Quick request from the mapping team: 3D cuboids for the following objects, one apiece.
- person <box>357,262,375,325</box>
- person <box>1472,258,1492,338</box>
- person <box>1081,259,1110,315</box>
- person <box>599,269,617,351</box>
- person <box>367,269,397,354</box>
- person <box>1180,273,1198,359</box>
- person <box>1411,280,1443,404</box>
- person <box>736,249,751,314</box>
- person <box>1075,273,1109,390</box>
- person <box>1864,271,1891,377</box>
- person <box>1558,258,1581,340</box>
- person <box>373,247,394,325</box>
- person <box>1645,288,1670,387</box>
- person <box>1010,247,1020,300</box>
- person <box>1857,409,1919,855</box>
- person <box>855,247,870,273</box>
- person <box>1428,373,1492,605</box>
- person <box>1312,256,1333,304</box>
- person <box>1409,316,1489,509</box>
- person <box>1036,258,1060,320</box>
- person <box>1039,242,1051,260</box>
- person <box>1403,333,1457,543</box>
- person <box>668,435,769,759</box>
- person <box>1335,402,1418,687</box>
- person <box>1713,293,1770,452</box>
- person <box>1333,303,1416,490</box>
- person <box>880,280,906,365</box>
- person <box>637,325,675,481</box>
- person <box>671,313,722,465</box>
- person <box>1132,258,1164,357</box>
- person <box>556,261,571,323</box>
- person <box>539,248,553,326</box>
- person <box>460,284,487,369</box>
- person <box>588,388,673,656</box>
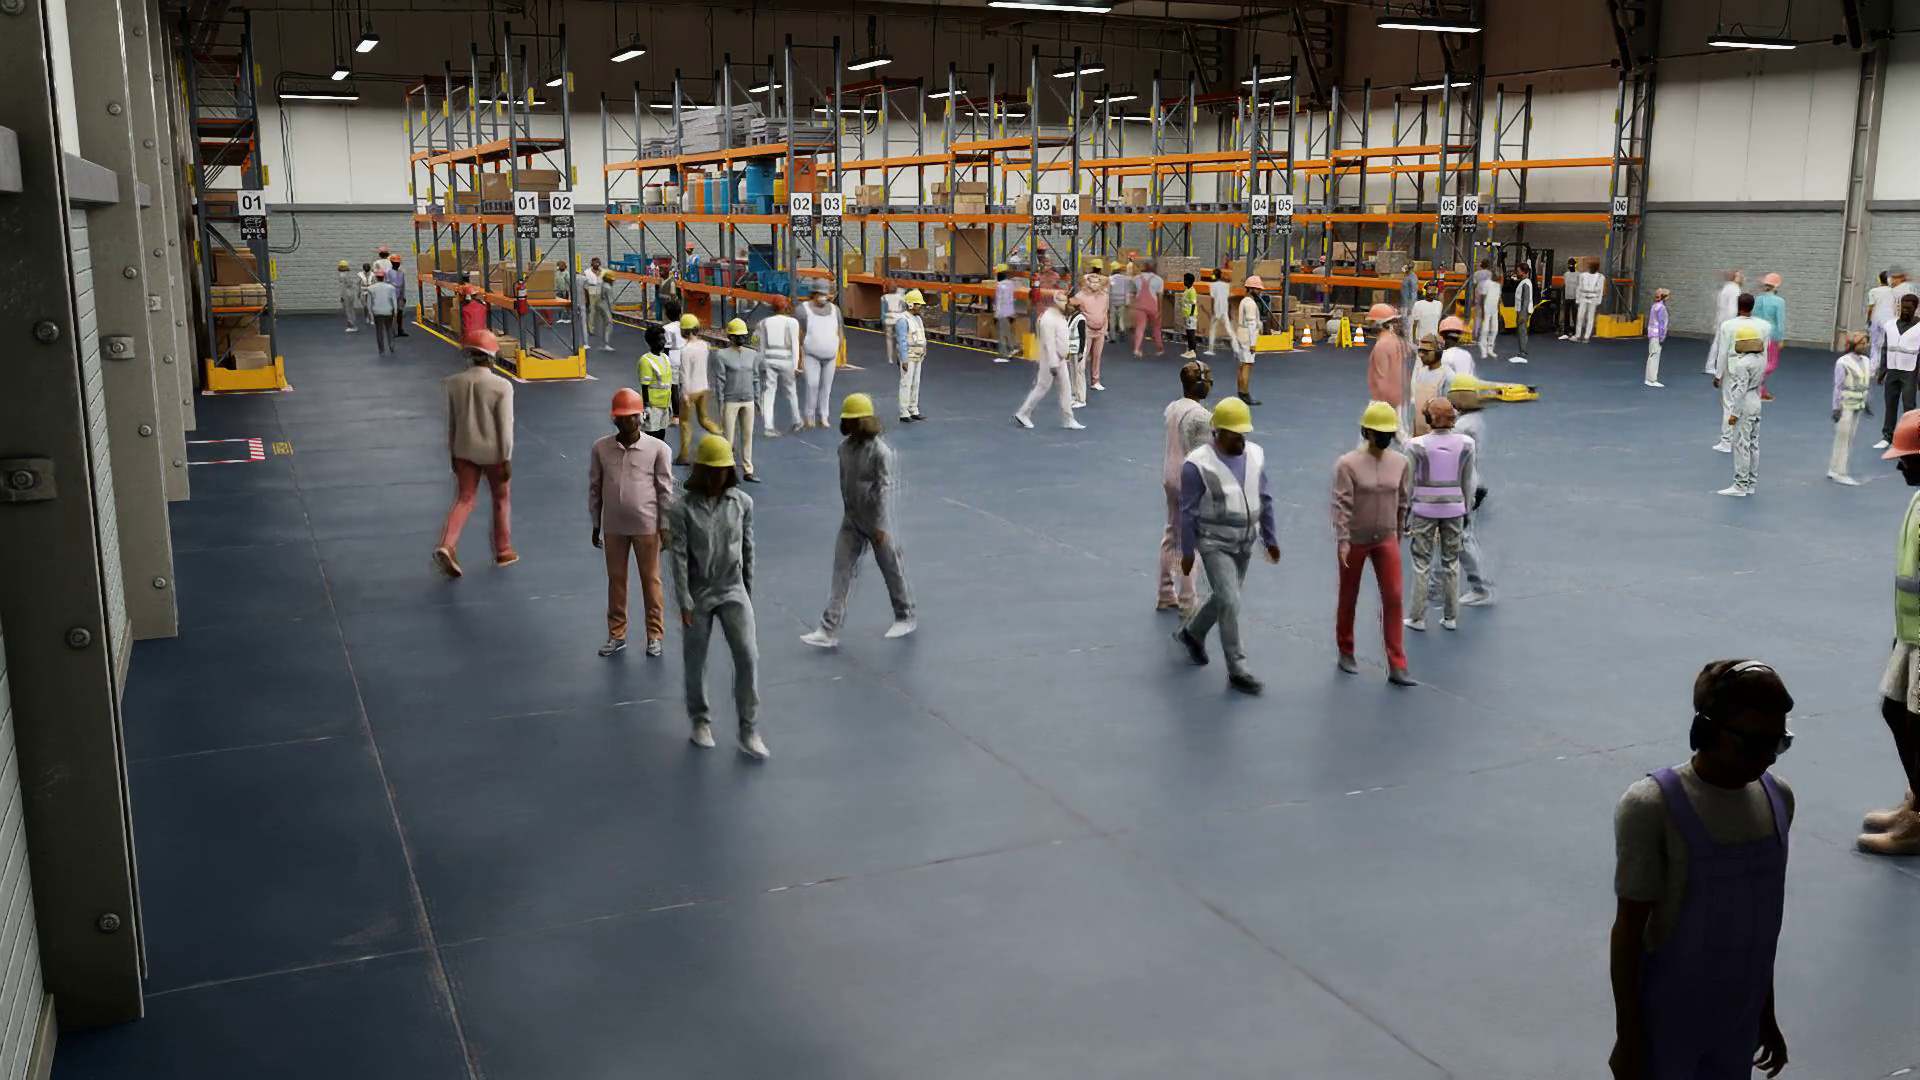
[{"bbox_3d":[-15.359,-6.407,43.173,0.525,1.621,0.632,-3,12,-15],"label":"person"},{"bbox_3d":[12.102,-5.590,38.436,0.513,1.845,0.335,5,12,23],"label":"person"},{"bbox_3d":[2.864,-4.955,35.041,0.630,1.905,0.539,-3,12,-15],"label":"person"},{"bbox_3d":[-7.441,-4.850,35.056,0.358,1.698,0.660,-6,13,-28],"label":"person"},{"bbox_3d":[-11.860,-4.691,34.150,0.584,1.728,0.541,-4,12,-21],"label":"person"},{"bbox_3d":[4.556,-4.452,33.021,0.320,1.698,0.538,-1,11,-4],"label":"person"},{"bbox_3d":[7.079,-2.997,25.200,0.532,1.868,0.310,-4,12,-20],"label":"person"},{"bbox_3d":[-6.242,-7.354,47.436,0.721,1.843,0.968,2,11,11],"label":"person"},{"bbox_3d":[2.148,-3.370,27.007,0.651,1.904,0.401,-6,13,-28],"label":"person"},{"bbox_3d":[16.285,-3.818,29.394,0.521,1.864,0.335,4,12,20],"label":"person"},{"bbox_3d":[13.916,-5.482,37.868,0.326,1.861,0.505,-6,13,-29],"label":"person"},{"bbox_3d":[-14.807,-6.551,42.928,0.636,2.005,0.937,-5,12,-22],"label":"person"},{"bbox_3d":[11.622,-3.373,27.726,0.310,1.632,0.515,2,11,11],"label":"person"},{"bbox_3d":[1.784,-8.829,55.136,0.342,1.748,0.573,6,13,27],"label":"person"},{"bbox_3d":[4.288,0.423,7.441,0.441,2.022,0.618,3,11,13],"label":"person"},{"bbox_3d":[-2.881,-7.424,47.621,0.609,1.890,0.587,-5,12,-25],"label":"person"},{"bbox_3d":[3.691,-0.366,12.257,0.586,1.707,0.549,5,12,26],"label":"person"},{"bbox_3d":[9.553,-6.605,43.828,0.561,1.753,0.327,7,13,30],"label":"person"},{"bbox_3d":[4.811,-1.218,16.150,0.571,1.885,0.861,-9,14,-39],"label":"person"},{"bbox_3d":[1.856,-5.116,35.885,0.641,1.905,0.401,-2,11,-10],"label":"person"},{"bbox_3d":[2.397,-7.668,48.494,0.614,2.042,0.373,-5,12,-25],"label":"person"},{"bbox_3d":[4.150,-0.900,14.630,0.339,1.838,0.505,-5,12,-23],"label":"person"},{"bbox_3d":[-1.277,0.309,8.777,0.488,1.717,0.755,-5,12,-24],"label":"person"},{"bbox_3d":[2.539,0.029,10.161,0.525,1.733,0.831,-2,11,-9],"label":"person"},{"bbox_3d":[9.418,-2.012,20.067,0.599,1.917,0.377,0,11,0],"label":"person"},{"bbox_3d":[4.449,-1.471,17.249,0.996,1.953,0.637,7,13,34],"label":"person"},{"bbox_3d":[-1.257,-4.132,31.629,0.502,1.614,0.760,0,11,-2],"label":"person"},{"bbox_3d":[-3.226,-1.433,17.689,0.317,1.695,0.540,4,12,18],"label":"person"},{"bbox_3d":[-2.983,-1.700,18.902,0.704,1.745,0.531,6,13,28],"label":"person"},{"bbox_3d":[3.789,-4.716,33.497,0.678,2.000,1.008,5,12,25],"label":"person"},{"bbox_3d":[-10.421,-6.505,43.630,0.507,1.632,0.275,8,14,35],"label":"person"},{"bbox_3d":[-10.607,-6.432,42.387,0.411,1.977,0.708,-3,11,-13],"label":"person"},{"bbox_3d":[-7.733,-3.175,26.402,0.334,1.749,0.573,3,12,16],"label":"person"},{"bbox_3d":[-2.149,-0.116,10.845,0.563,1.755,0.320,1,11,6],"label":"person"}]
